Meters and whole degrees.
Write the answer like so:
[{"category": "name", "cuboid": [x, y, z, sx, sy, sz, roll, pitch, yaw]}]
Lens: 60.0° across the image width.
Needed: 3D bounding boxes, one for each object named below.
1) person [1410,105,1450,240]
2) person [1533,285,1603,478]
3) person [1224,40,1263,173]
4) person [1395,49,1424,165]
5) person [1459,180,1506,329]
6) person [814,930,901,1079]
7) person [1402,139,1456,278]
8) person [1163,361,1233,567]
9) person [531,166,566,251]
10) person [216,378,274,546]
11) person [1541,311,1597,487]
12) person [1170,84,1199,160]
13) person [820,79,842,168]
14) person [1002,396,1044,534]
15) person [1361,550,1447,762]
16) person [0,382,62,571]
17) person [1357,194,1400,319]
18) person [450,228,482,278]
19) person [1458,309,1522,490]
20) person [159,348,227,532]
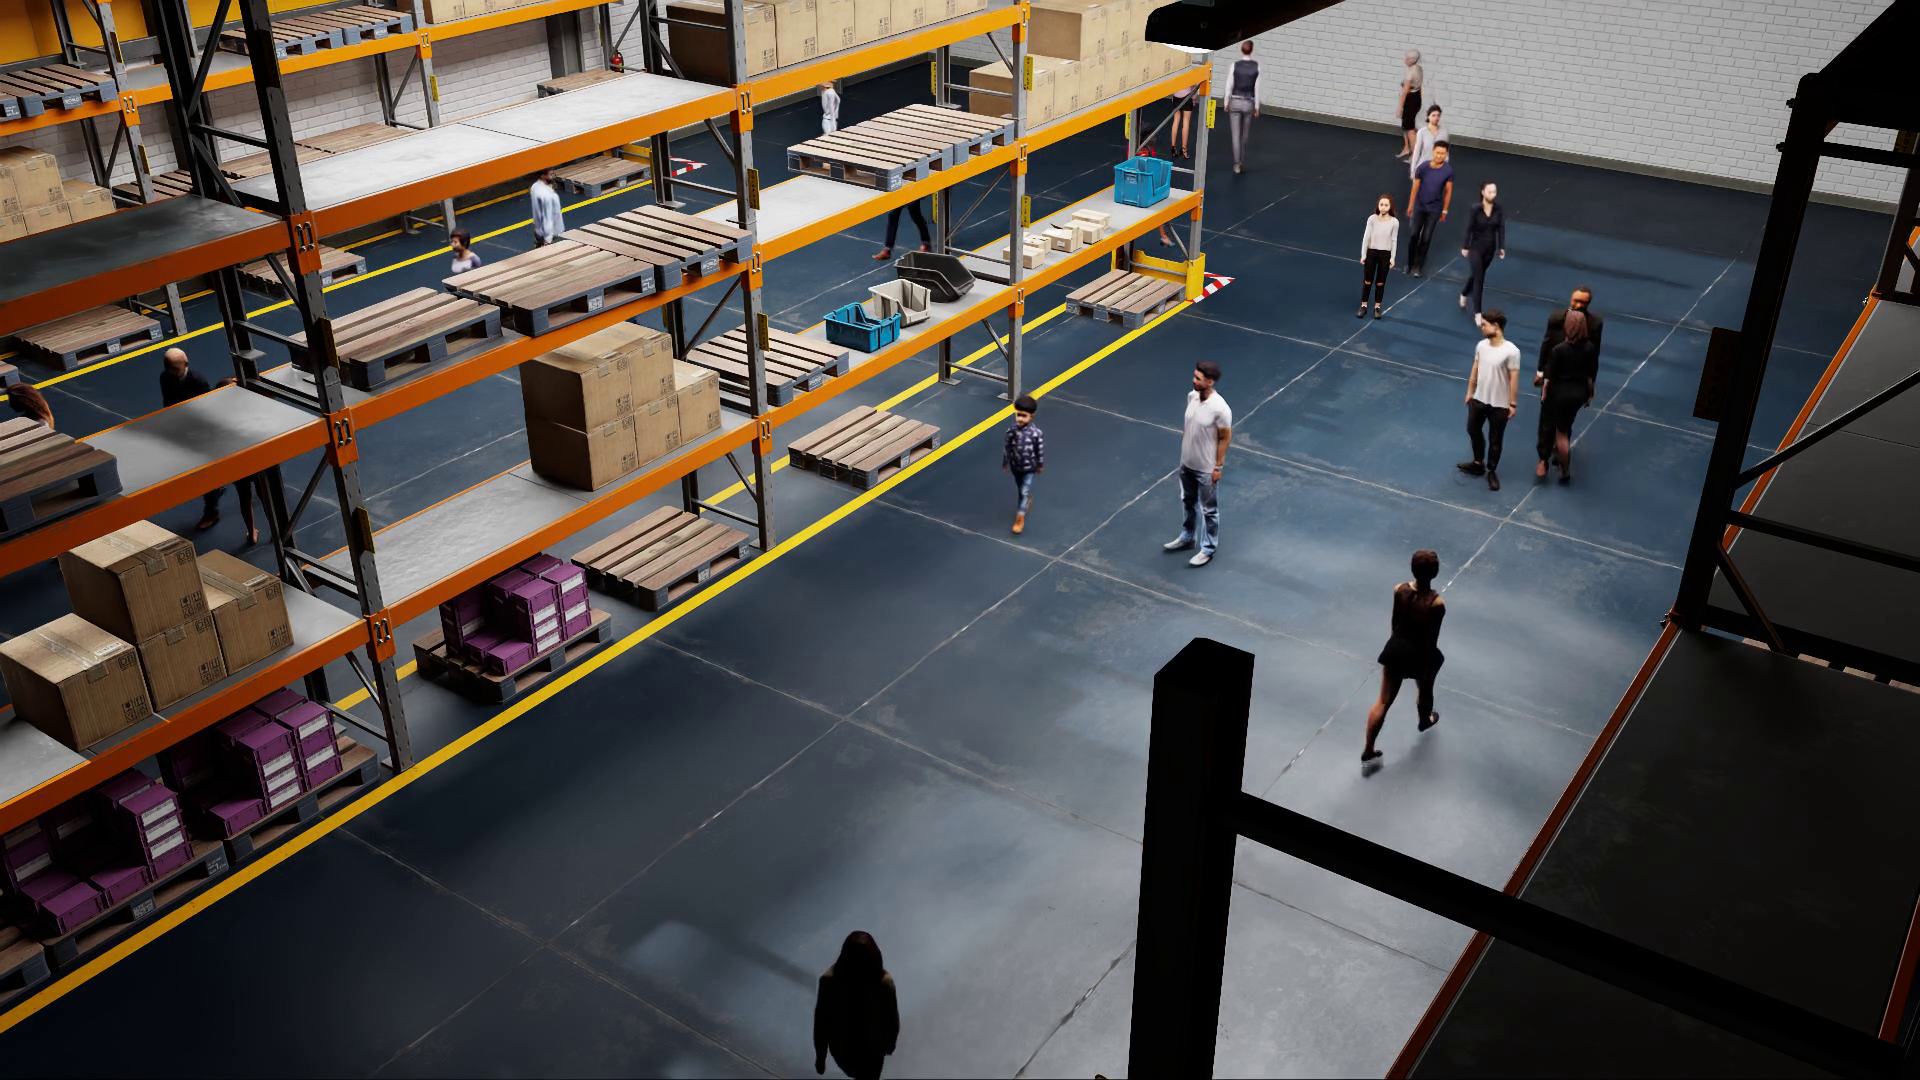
[{"category": "person", "cuboid": [6.241, -4.926, 22.213, 1.049, 1.733, 1.137, -4, 29, -7]}, {"category": "person", "cuboid": [5.821, -1.585, 15.966, 0.912, 1.850, 1.364, 13, 31, 22]}, {"category": "person", "cuboid": [4.211, -6.445, 24.827, 1.062, 1.896, 1.281, 3, 29, 5]}, {"category": "person", "cuboid": [6.909, -6.553, 25.205, 0.743, 1.725, 0.633, 24, 37, 37]}, {"category": "person", "cuboid": [6.064, -3.373, 19.435, 1.033, 1.667, 1.066, -6, 29, -11]}, {"category": "person", "cuboid": [-0.530, 2.596, 8.727, 0.835, 1.443, 1.089, 5, 29, 10]}, {"category": "person", "cuboid": [5.850, -4.158, 20.772, 0.753, 1.766, 0.731, 9, 30, 16]}, {"category": "person", "cuboid": [2.081, -0.683, 14.302, 0.715, 1.862, 0.750, -17, 33, -28]}, {"category": "person", "cuboid": [-4.969, -3.563, 19.691, 1.318, 1.755, 1.060, -16, 32, -27]}, {"category": "person", "cuboid": [-6.290, -0.700, 14.651, 0.640, 1.555, 0.704, -6, 29, -11]}, {"category": "person", "cuboid": [5.732, -1.283, 15.587, 0.820, 1.683, 0.884, -2, 29, -4]}, {"category": "person", "cuboid": [3.422, -6.762, 25.498, 0.646, 1.812, 0.558, 23, 36, 36]}, {"category": "person", "cuboid": [-1.875, -5.955, 24.034, 0.703, 1.797, 0.660, -7, 29, -13]}, {"category": "person", "cuboid": [0.592, -0.729, 15.052, 0.635, 1.223, 0.899, 11, 30, 19]}, {"category": "person", "cuboid": [3.124, 0.851, 11.735, 1.176, 1.626, 0.718, -25, 37, -38]}, {"category": "person", "cuboid": [-7.784, -0.558, 14.214, 0.644, 1.725, 0.656, -20, 34, -31]}, {"category": "person", "cuboid": [4.927, -3.351, 19.586, 0.601, 1.484, 0.585, 8, 30, 14]}, {"category": "person", "cuboid": [-5.327, -2.698, 18.320, 0.593, 1.549, 0.583, 16, 33, 27]}, {"category": "person", "cuboid": [5.046, -1.329, 15.660, 0.753, 1.694, 0.654, 23, 36, 36]}, {"category": "person", "cuboid": [-6.800, -0.960, 14.904, 0.851, 1.770, 0.852, 13, 31, 22]}]
